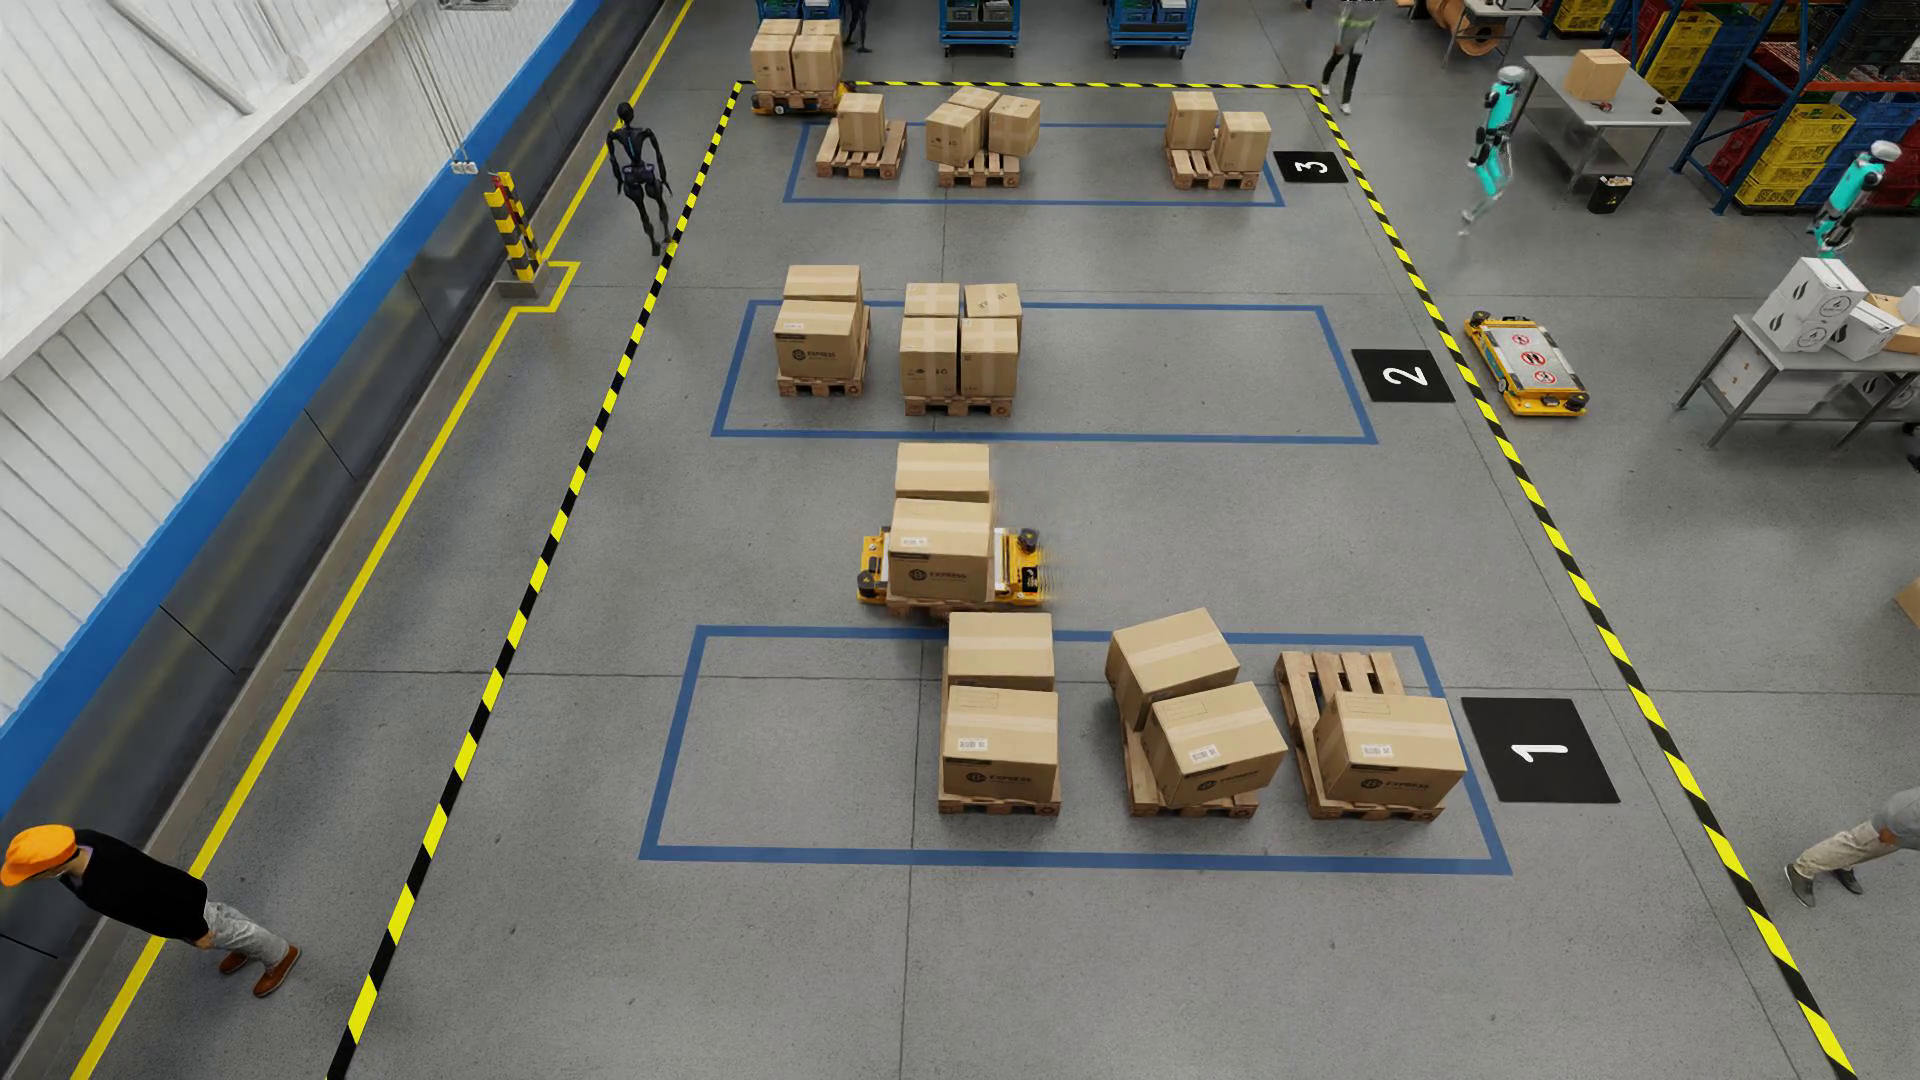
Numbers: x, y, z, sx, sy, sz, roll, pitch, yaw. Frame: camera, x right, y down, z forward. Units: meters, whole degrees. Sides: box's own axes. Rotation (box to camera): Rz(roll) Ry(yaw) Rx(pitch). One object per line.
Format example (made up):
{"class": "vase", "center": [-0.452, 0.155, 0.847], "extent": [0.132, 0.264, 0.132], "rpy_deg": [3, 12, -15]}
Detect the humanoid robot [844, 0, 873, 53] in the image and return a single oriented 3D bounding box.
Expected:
{"class": "humanoid robot", "center": [-1.567, -8.227, 13.721], "extent": [0.382, 1.640, 0.616], "rpy_deg": [-26, 54, -21]}

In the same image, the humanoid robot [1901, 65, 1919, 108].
{"class": "humanoid robot", "center": [12.196, -5.763, 11.590], "extent": [0.436, 1.646, 0.609], "rpy_deg": [12, 50, 10]}

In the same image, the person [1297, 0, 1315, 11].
{"class": "person", "center": [5.970, -9.641, 14.793], "extent": [0.709, 1.913, 0.542], "rpy_deg": [23, 53, 19]}

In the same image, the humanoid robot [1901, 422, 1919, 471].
{"class": "humanoid robot", "center": [8.713, -1.400, 7.845], "extent": [0.605, 1.631, 0.787], "rpy_deg": [11, 50, 9]}

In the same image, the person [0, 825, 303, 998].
{"class": "person", "center": [-4.157, 1.939, 4.788], "extent": [0.589, 1.880, 0.380], "rpy_deg": [21, 52, 18]}

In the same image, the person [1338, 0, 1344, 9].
{"class": "person", "center": [6.575, -9.607, 14.809], "extent": [0.431, 1.844, 0.623], "rpy_deg": [9, 50, 7]}

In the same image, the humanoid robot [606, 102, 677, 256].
{"class": "humanoid robot", "center": [-3.480, -3.925, 10.001], "extent": [0.585, 1.648, 0.354], "rpy_deg": [-9, 50, -7]}

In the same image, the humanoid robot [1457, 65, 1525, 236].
{"class": "humanoid robot", "center": [6.038, -4.281, 10.266], "extent": [0.539, 1.769, 0.780], "rpy_deg": [-32, 56, -25]}

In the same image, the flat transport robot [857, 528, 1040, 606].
{"class": "flat transport robot", "center": [-0.084, 0.198, 7.344], "extent": [1.431, 0.197, 0.652], "rpy_deg": [1, 49, 1]}

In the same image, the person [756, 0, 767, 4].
{"class": "person", "center": [-3.332, -9.891, 15.001], "extent": [0.371, 1.932, 0.620], "rpy_deg": [-3, 49, -3]}

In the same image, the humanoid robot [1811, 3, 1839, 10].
{"class": "humanoid robot", "center": [13.071, -8.181, 13.707], "extent": [0.832, 1.880, 0.556], "rpy_deg": [-18, 51, -15]}

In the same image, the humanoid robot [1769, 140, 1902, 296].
{"class": "humanoid robot", "center": [8.960, -3.067, 9.291], "extent": [0.760, 1.898, 0.545], "rpy_deg": [12, 50, 10]}

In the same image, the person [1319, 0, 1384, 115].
{"class": "person", "center": [5.332, -6.873, 12.473], "extent": [0.598, 1.794, 0.980], "rpy_deg": [-4, 49, -3]}

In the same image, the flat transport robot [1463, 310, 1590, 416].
{"class": "flat transport robot", "center": [5.573, -1.757, 9.054], "extent": [0.659, 0.231, 1.431], "rpy_deg": [1, 49, 1]}

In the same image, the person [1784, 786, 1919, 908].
{"class": "person", "center": [5.452, 1.569, 5.182], "extent": [0.572, 1.768, 0.398], "rpy_deg": [-9, 50, -8]}

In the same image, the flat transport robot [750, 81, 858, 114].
{"class": "flat transport robot", "center": [-2.191, -6.257, 12.931], "extent": [1.431, 0.197, 0.652], "rpy_deg": [1, 49, 1]}
